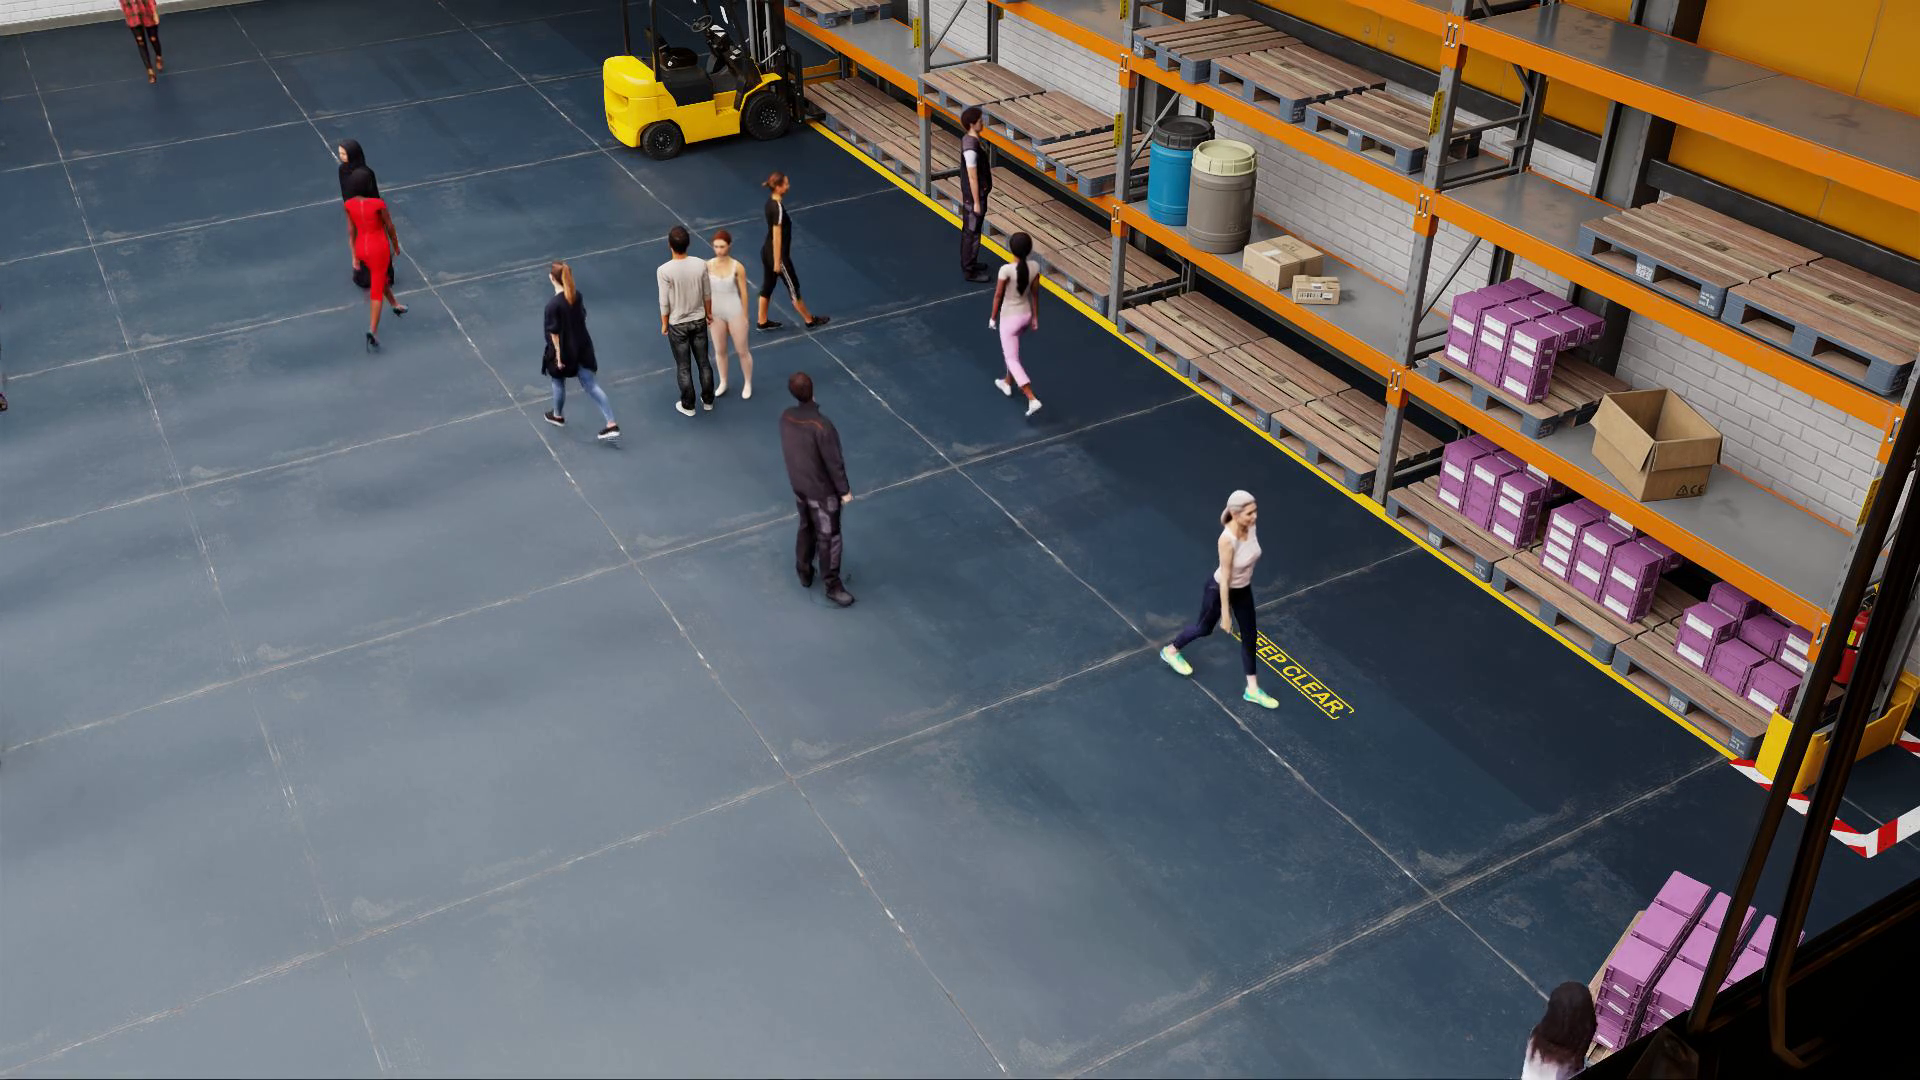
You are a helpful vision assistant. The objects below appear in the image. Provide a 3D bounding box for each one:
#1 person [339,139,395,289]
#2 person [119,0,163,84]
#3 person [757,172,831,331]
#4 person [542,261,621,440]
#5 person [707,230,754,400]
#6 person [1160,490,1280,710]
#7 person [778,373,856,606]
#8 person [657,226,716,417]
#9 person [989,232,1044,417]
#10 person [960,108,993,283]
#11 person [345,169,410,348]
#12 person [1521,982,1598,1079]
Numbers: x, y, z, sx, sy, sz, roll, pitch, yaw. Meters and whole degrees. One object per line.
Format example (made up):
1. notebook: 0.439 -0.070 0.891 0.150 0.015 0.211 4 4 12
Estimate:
1. person: -6.226 -3.420 17.374 0.689 1.614 0.776 16 37 23
2. person: -11.358 -7.268 23.114 0.751 1.668 1.118 -11 35 -16
3. person: -1.893 -2.810 16.432 0.812 1.640 0.961 -8 34 -12
4. person: -3.338 -1.622 14.644 1.226 1.641 0.954 20 39 27
5. person: -2.135 -2.084 15.338 0.598 1.643 0.648 7 34 10
6. person: 1.785 0.367 11.636 1.259 1.658 0.912 24 41 32
7. person: -1.101 -0.378 12.617 1.012 1.813 0.619 -19 38 -26
8. person: -2.457 -1.976 15.023 0.639 1.812 0.531 -17 37 -24
9. person: 0.540 -1.931 15.048 0.613 1.710 1.111 -20 39 -27
10. person: 0.134 -3.640 17.493 0.795 1.849 0.668 -2 34 -3
11. person: -5.742 -2.701 16.227 1.064 1.685 1.201 4 34 6
12. person: 2.749 2.777 7.959 0.844 1.716 0.743 5 34 8
